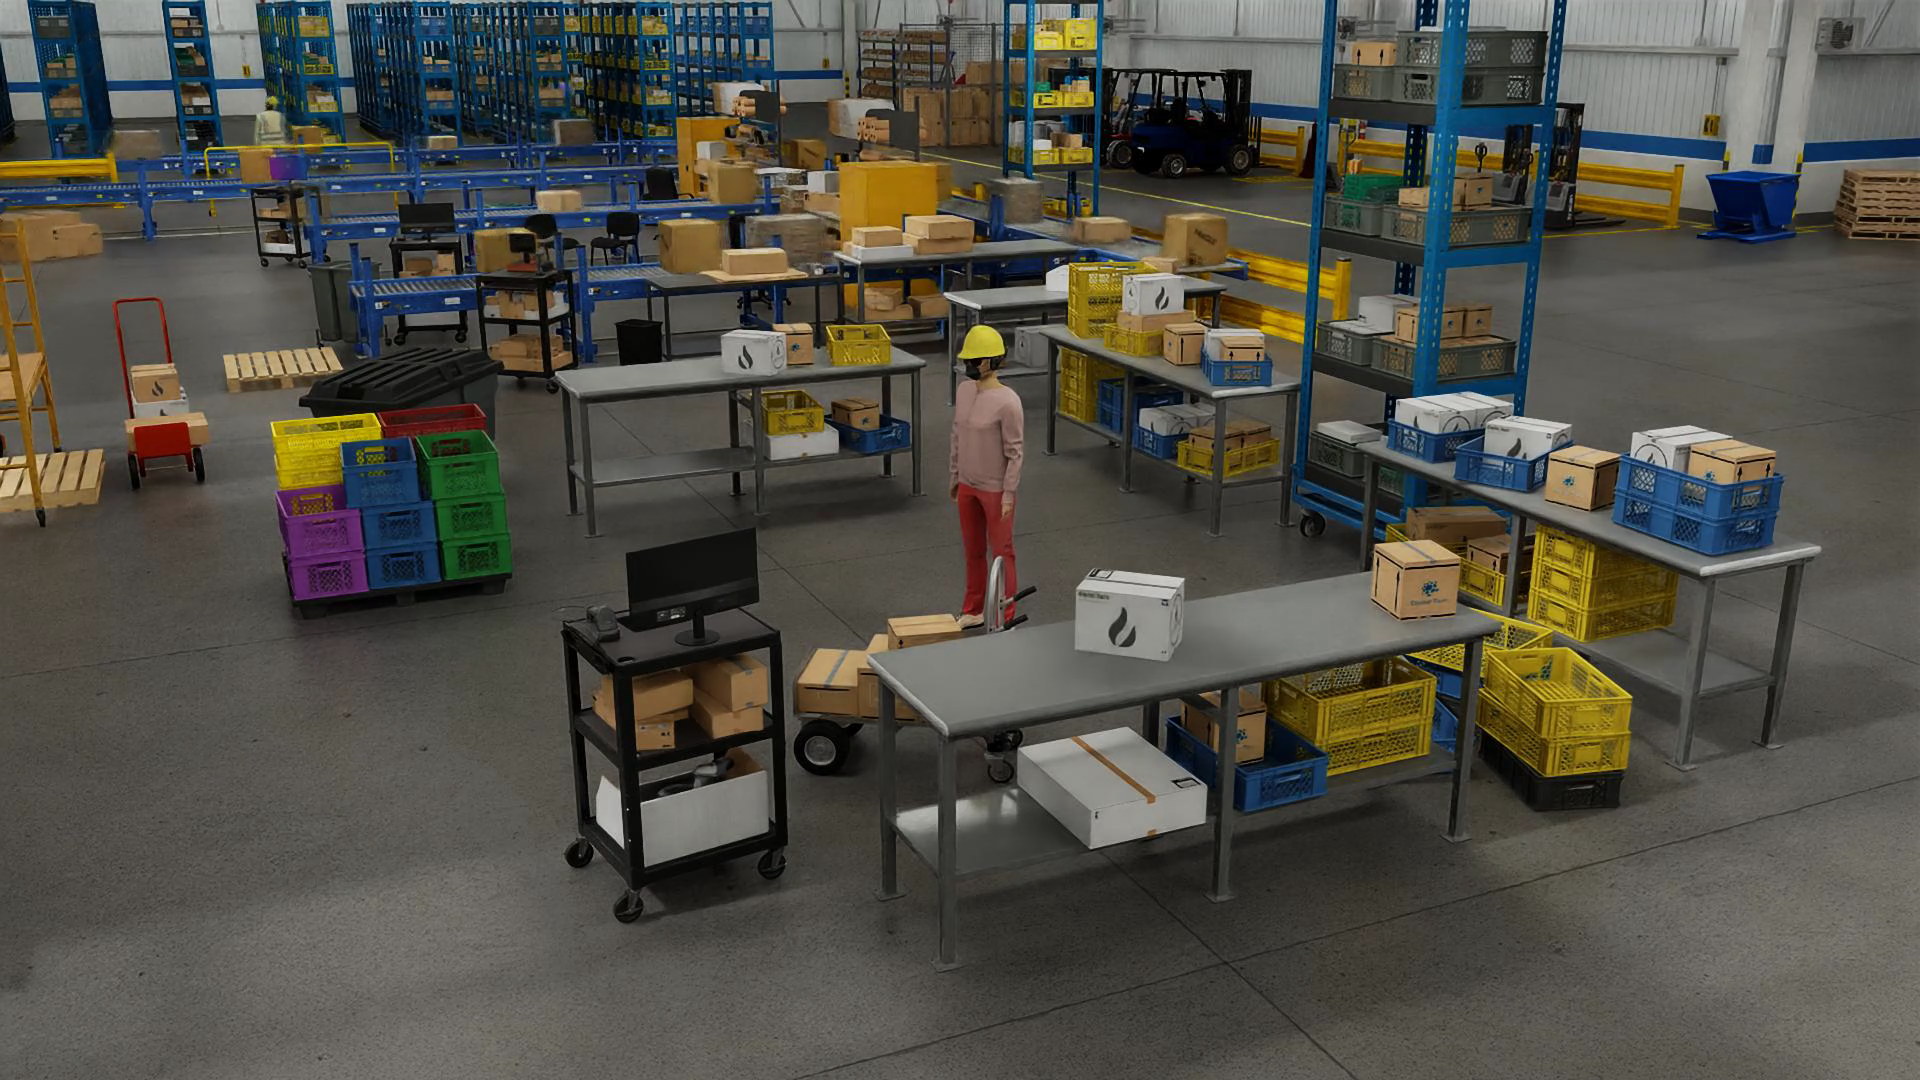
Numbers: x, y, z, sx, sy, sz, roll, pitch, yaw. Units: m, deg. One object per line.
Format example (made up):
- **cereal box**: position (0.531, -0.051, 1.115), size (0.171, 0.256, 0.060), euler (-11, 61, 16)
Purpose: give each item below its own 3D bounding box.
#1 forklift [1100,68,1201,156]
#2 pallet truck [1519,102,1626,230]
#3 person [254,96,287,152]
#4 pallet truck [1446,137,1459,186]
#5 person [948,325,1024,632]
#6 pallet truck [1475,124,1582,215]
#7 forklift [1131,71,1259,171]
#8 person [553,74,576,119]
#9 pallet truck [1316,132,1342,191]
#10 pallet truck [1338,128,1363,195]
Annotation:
- **forklift**: position (4.082, -9.564, 37.410), size (2.680, 1.987, 1.157), euler (-8, 19, -23)
- **pallet truck**: position (9.972, -6.037, 26.785), size (1.885, 1.965, 0.823), euler (-9, 20, -25)
- **person**: position (-13.475, -7.751, 32.523), size (0.633, 1.800, 0.492), euler (-15, 23, -39)
- **pallet truck**: position (9.184, -6.485, 29.328), size (1.630, 1.274, 0.653), euler (-8, 19, -23)
- **person**: position (0.127, -0.293, 9.070), size (0.308, 1.769, 0.525), euler (-15, 23, -39)
- **pallet truck**: position (9.707, -6.455, 28.103), size (1.885, 1.965, 0.823), euler (-7, 19, -20)
- **forklift**: position (4.998, -8.936, 35.413), size (2.680, 1.987, 1.157), euler (-9, 20, -25)
- **person**: position (-10.689, -11.701, 44.989), size (0.633, 1.771, 1.029), euler (6, 19, 19)
- **pallet truck**: position (7.723, -7.504, 32.656), size (1.601, 1.201, 0.680), euler (-8, 19, -23)
- **pallet truck**: position (7.845, -7.140, 31.411), size (1.522, 1.261, 0.704), euler (-9, 20, -25)
